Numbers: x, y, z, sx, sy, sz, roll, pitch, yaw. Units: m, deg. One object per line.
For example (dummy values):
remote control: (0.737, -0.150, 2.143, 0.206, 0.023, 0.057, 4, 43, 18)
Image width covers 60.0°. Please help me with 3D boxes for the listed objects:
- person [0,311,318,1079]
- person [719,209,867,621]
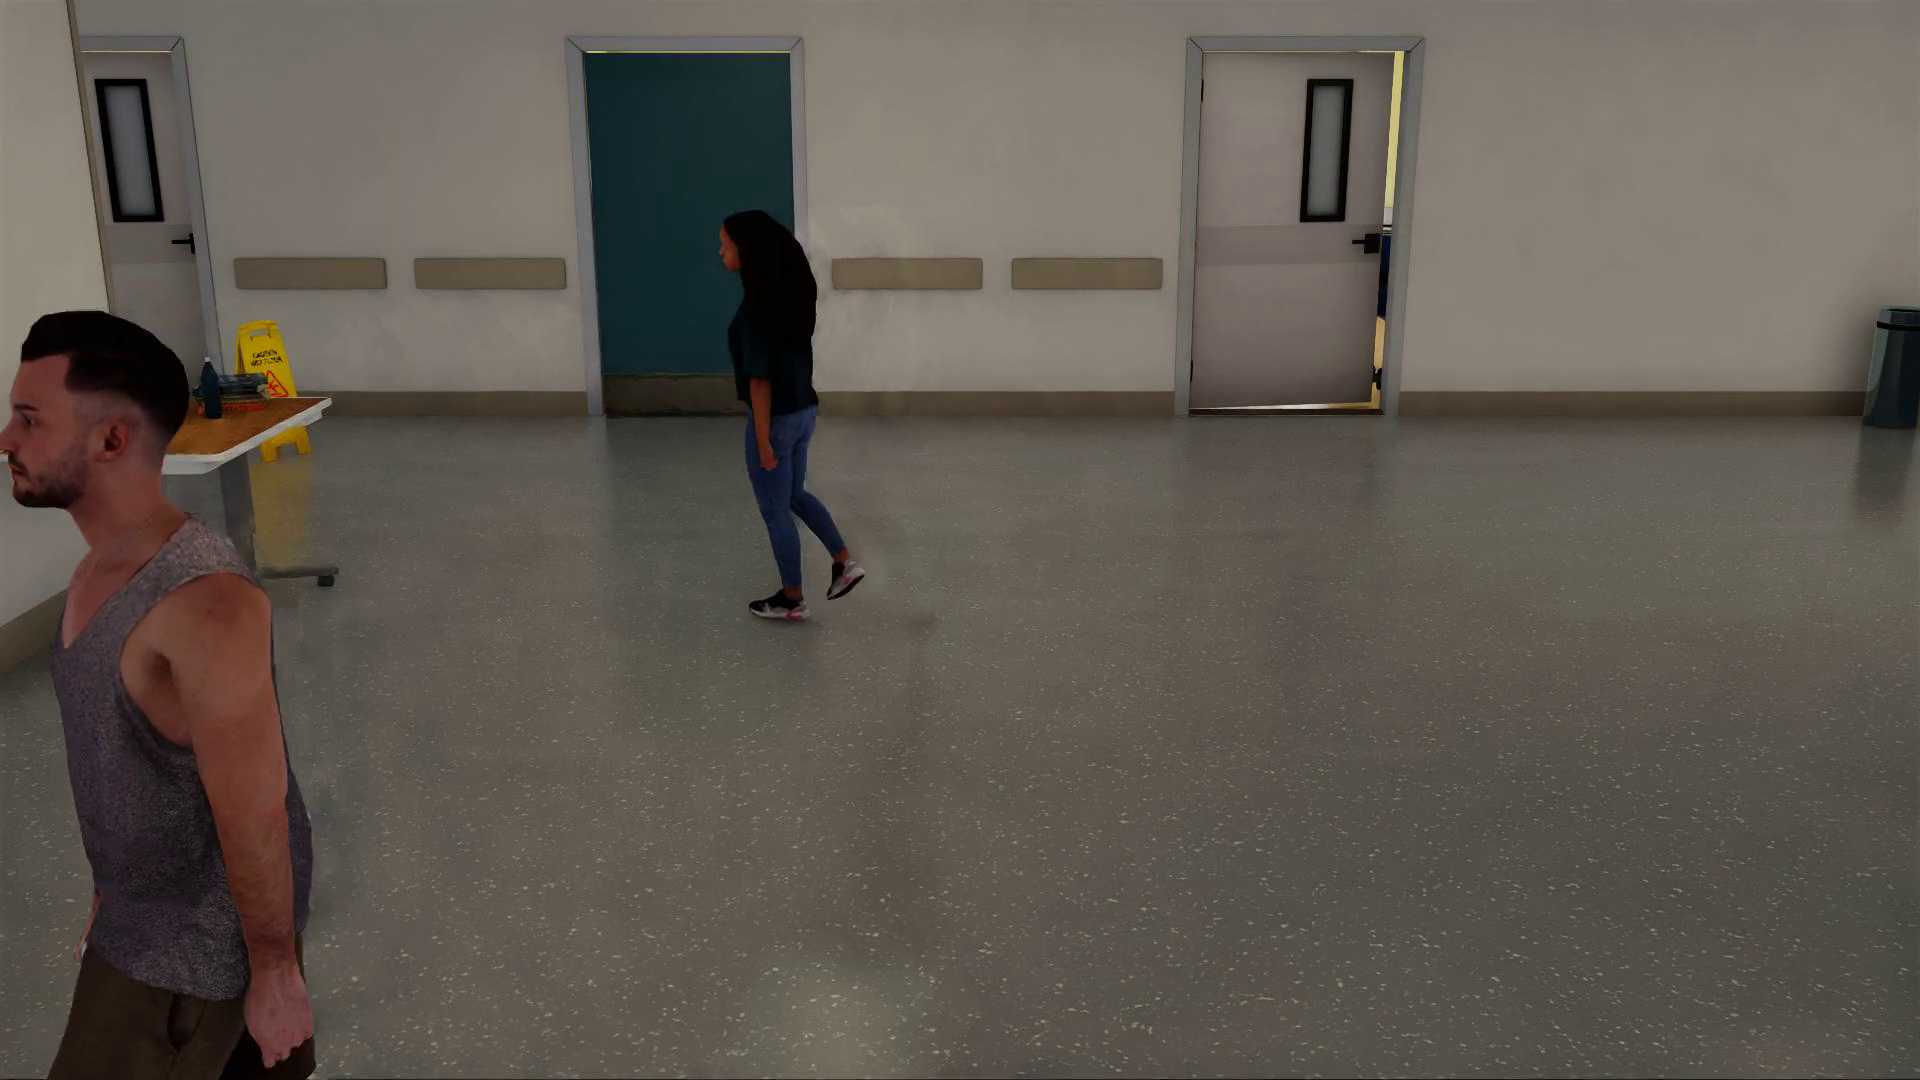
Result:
person: (-1.078, 0.563, 2.543, 0.938, 1.829, 0.858, -11, 19, -35)
person: (-0.634, -0.455, 6.411, 0.844, 1.601, 0.749, 7, 17, 23)
